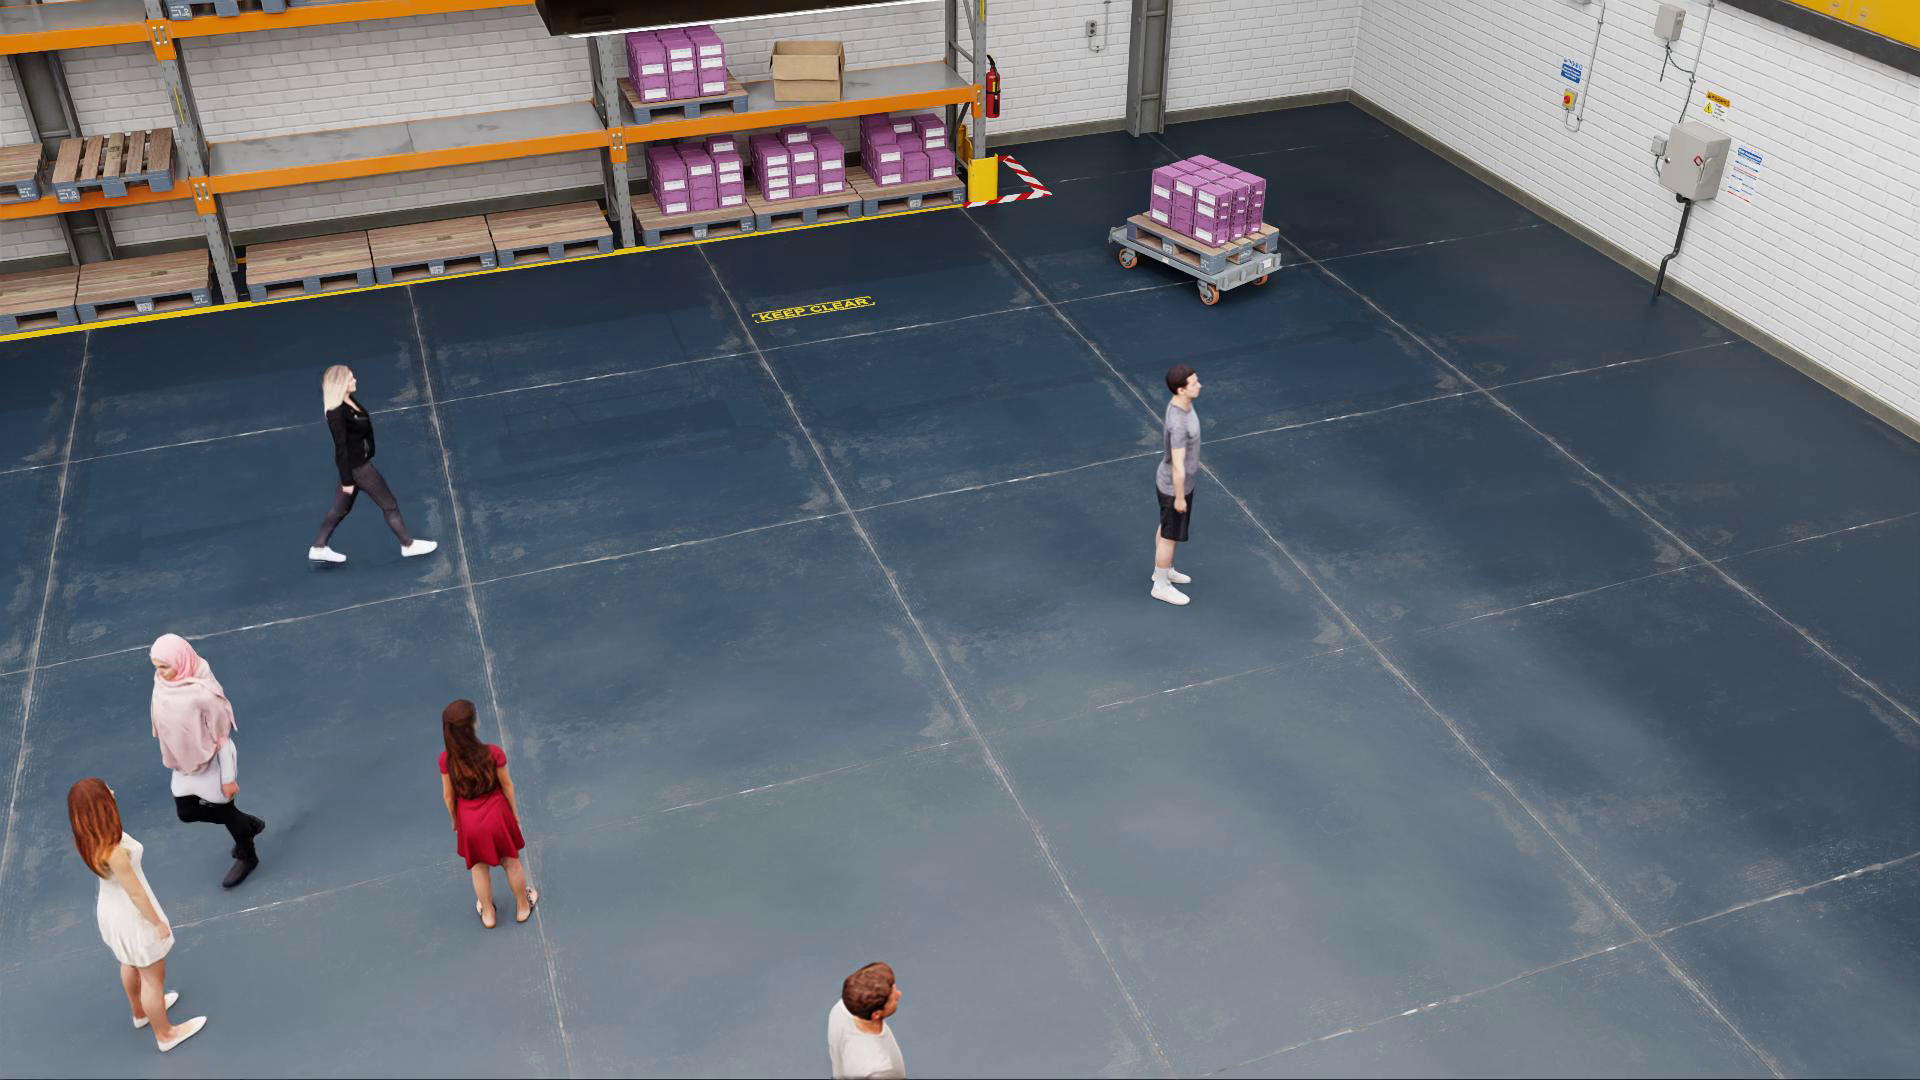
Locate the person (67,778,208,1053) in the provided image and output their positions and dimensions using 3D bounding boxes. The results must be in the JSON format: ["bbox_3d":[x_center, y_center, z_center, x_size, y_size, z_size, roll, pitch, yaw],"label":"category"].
[{"bbox_3d":[-4.328,1.927,8.622,0.644,1.706,0.661,28,43,36],"label":"person"}]

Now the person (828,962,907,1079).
[{"bbox_3d":[-0.400,2.594,7.440,0.583,1.902,0.685,-15,36,-21],"label":"person"}]

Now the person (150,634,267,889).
[{"bbox_3d":[-4.281,1.222,9.604,0.818,1.793,0.879,14,36,20],"label":"person"}]

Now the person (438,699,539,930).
[{"bbox_3d":[-2.675,1.544,9.337,0.571,1.551,0.631,-7,34,-10],"label":"person"}]

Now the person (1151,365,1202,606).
[{"bbox_3d":[1.548,-0.427,12.013,0.738,1.871,0.741,6,34,8],"label":"person"}]

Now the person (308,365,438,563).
[{"bbox_3d":[-4.591,-0.501,12.336,1.146,1.636,0.628,-10,35,-15],"label":"person"}]
